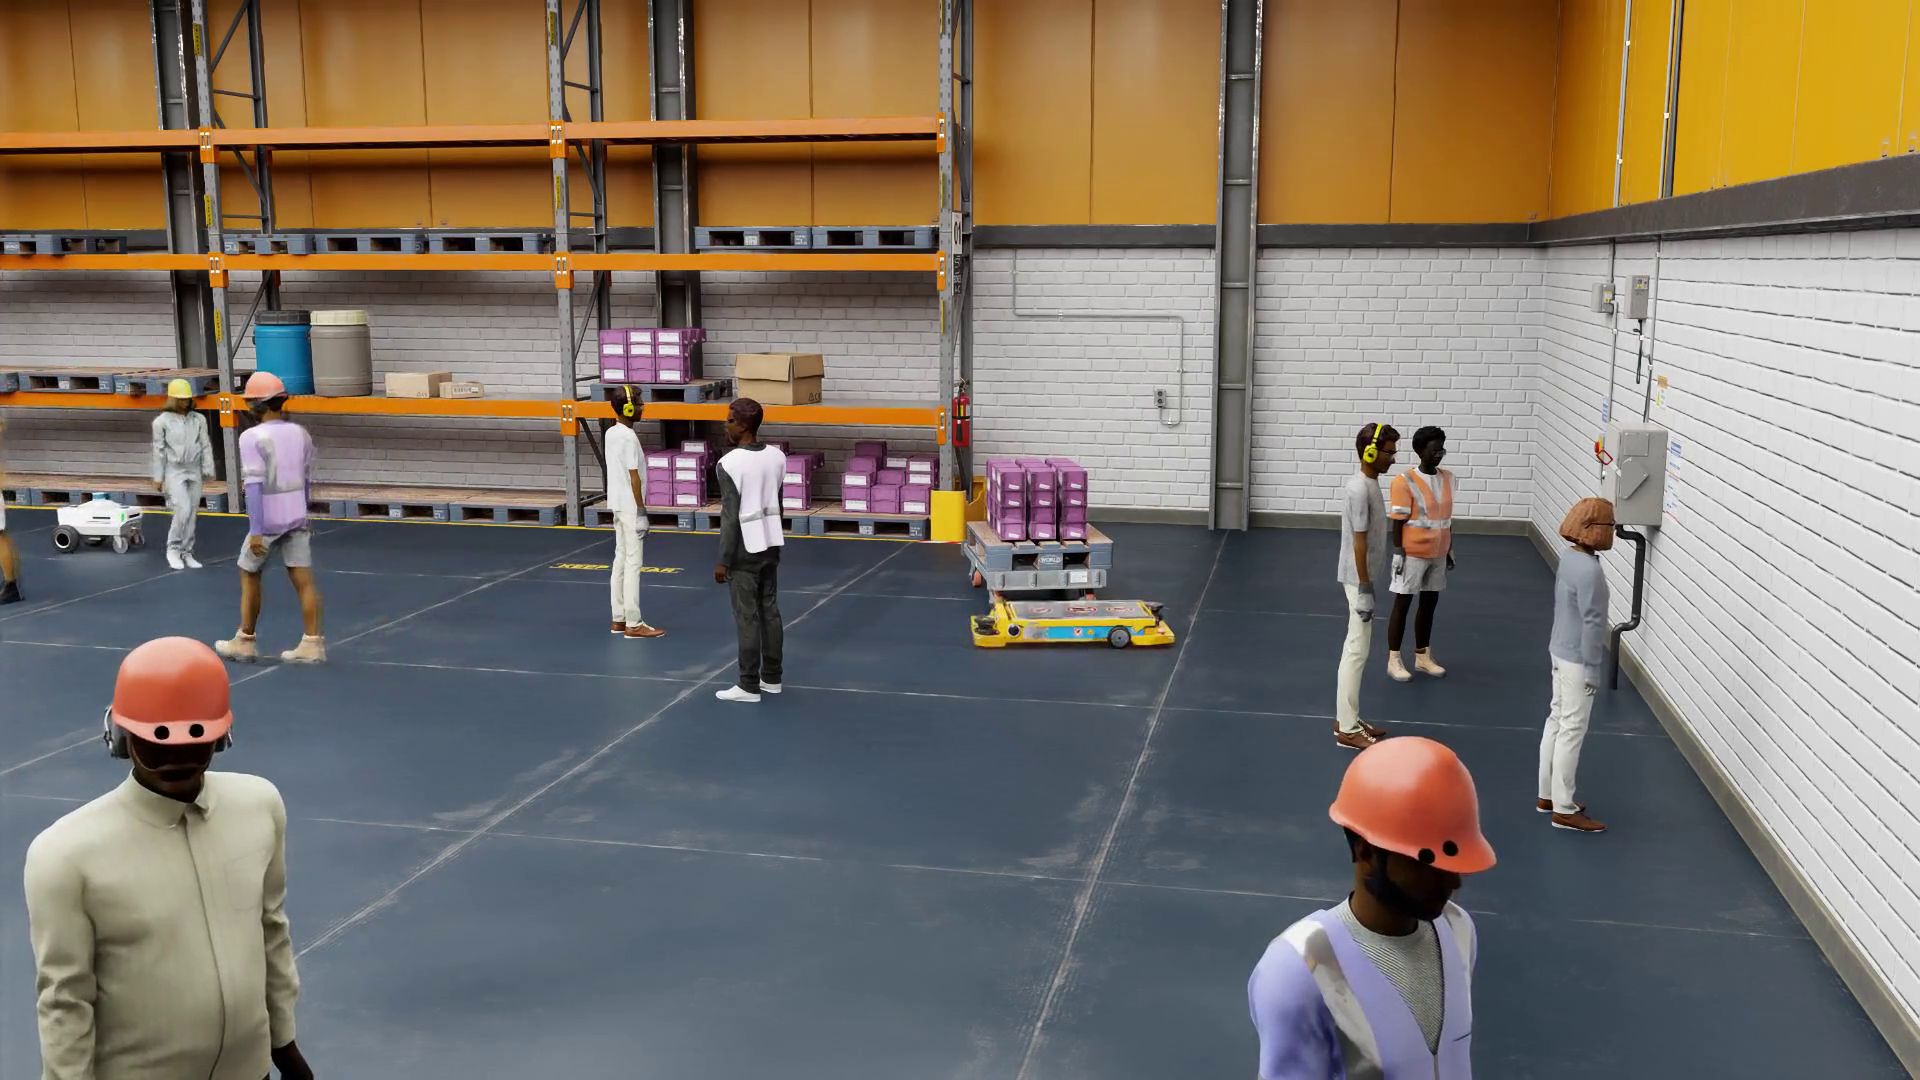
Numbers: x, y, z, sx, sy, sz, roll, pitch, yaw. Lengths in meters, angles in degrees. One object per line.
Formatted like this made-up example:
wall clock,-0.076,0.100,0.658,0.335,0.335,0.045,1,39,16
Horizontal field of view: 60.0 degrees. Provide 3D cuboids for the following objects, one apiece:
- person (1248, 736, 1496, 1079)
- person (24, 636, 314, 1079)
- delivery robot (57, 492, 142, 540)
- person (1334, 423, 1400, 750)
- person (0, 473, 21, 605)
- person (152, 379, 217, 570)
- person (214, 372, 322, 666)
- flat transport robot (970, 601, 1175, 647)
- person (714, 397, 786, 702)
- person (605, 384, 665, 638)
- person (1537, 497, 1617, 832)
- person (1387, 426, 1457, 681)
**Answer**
person,0.783,1.302,3.111,0.544,1.935,0.361,-8,12,-38
person,-1.691,1.182,3.656,0.392,1.990,0.611,5,11,29
delivery robot,-8.199,-0.210,15.864,0.707,0.478,0.477,1,10,6
person,2.323,0.259,9.501,0.328,1.865,0.517,2,10,12
person,-7.887,-0.379,13.132,0.583,1.904,0.836,6,11,31
person,-6.942,-0.583,14.906,0.430,1.721,0.482,6,11,32
person,-4.790,-0.143,11.426,0.924,2.010,0.648,4,10,22
flat transport robot,0.806,0.604,12.162,1.431,0.197,0.652,-1,10,-3
person,-1.314,0.061,10.496,0.388,1.921,0.593,6,11,30
person,-2.424,-0.211,12.261,0.328,1.872,0.513,-6,11,-33
person,3.043,0.596,8.176,0.274,1.632,0.503,1,10,6
person,3.066,0.085,11.016,0.540,1.695,0.318,-5,11,-27
